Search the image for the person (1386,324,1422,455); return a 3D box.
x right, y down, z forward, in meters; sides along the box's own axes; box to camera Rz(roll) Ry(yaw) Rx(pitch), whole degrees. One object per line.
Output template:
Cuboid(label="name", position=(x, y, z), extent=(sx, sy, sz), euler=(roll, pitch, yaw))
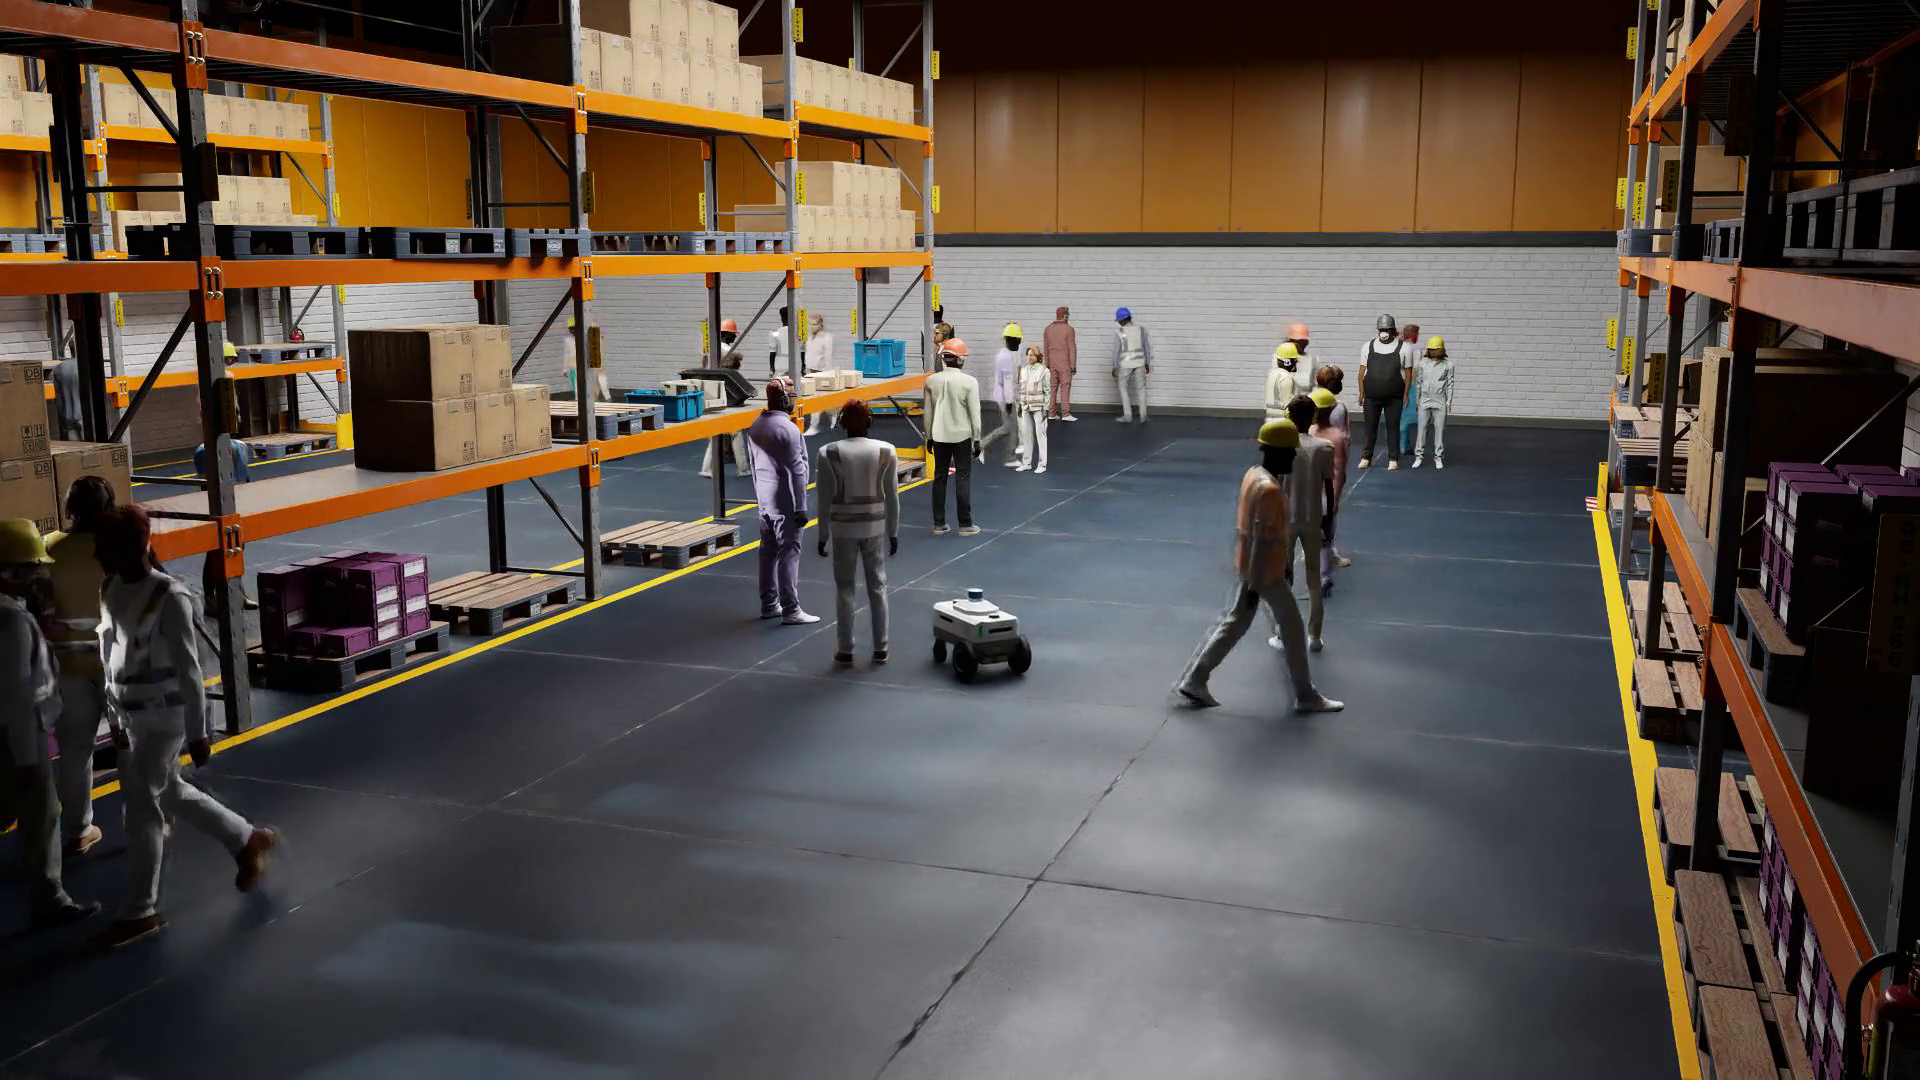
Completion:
Cuboid(label="person", position=(6.193, -2.072, 23.061), extent=(0.533, 1.831, 0.597), euler=(-3, 11, -17))

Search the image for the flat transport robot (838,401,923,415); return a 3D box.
Cuboid(label="flat transport robot", position=(-1.351, -2.267, 28.568), extent=(1.431, 0.197, 0.652), euler=(-2, 10, -11))

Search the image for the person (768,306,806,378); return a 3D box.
Cuboid(label="person", position=(-2.721, -2.706, 26.272), extent=(0.609, 1.963, 0.369), euler=(-2, 10, -14))

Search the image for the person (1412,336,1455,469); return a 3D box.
Cuboid(label="person", position=(6.210, -1.800, 21.802), extent=(0.487, 1.741, 0.312), euler=(4, 11, 21))

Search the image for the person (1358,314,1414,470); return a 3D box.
Cuboid(label="person", position=(5.521, -1.928, 21.680), extent=(0.689, 2.000, 0.537), euler=(4, 11, 23))

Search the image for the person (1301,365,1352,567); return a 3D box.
Cuboid(label="person", position=(3.345, -0.676, 15.190), extent=(0.429, 1.844, 0.626), euler=(-4, 11, -22))

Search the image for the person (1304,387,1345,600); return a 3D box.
Cuboid(label="person", position=(2.986, -0.386, 13.806), extent=(0.359, 1.775, 0.535), euler=(-3, 11, -19))

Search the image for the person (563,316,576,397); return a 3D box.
Cuboid(label="person", position=(-6.336, -2.830, 27.570), extent=(0.544, 1.749, 0.411), euler=(5, 11, 26))

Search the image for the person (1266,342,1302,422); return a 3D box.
Cuboid(label="person", position=(3.666, -1.310, 18.778), extent=(0.403, 1.834, 0.588), euler=(-1, 10, -8))

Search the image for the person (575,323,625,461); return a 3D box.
Cuboid(label="person", position=(-5.003, -1.949, 22.248), extent=(0.968, 1.895, 0.576), euler=(-7, 12, -35))

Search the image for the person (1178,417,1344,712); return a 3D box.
Cuboid(label="person", position=(1.868, 0.161, 10.389), extent=(1.003, 1.877, 0.590), euler=(-1, 10, -3))

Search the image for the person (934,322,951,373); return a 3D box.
Cuboid(label="person", position=(-0.220, -2.128, 23.359), extent=(0.340, 1.844, 0.512), euler=(-2, 10, -13))

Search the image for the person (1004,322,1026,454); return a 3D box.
Cuboid(label="person", position=(0.789, -2.135, 23.403), extent=(0.387, 1.854, 0.559), euler=(0, 10, -3))

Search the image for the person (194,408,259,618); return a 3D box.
Cuboid(label="person", position=(-5.815, -0.238, 13.172), extent=(0.323, 1.691, 0.535), euler=(4, 11, 20))

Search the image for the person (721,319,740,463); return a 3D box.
Cuboid(label="person", position=(-3.135, -2.000, 22.390), extent=(0.376, 1.932, 0.543), euler=(-7, 12, -34))

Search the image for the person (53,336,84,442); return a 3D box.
Cuboid(label="person", position=(-9.774, -1.322, 18.552), extent=(0.635, 1.937, 0.354), euler=(4, 11, 19))

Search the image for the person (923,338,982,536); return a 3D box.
Cuboid(label="person", position=(-0.064, -1.036, 16.789), extent=(0.623, 1.989, 0.399), euler=(5, 11, 25))

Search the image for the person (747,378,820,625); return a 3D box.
Cuboid(label="person", position=(-1.364, -0.298, 12.879), extent=(0.410, 1.909, 0.642), euler=(-8, 13, -38))

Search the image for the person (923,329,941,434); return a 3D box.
Cuboid(label="person", position=(-0.401, -2.451, 25.754), extent=(0.308, 1.641, 0.514), euler=(3, 11, 17))

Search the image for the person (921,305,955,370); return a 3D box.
Cuboid(label="person", position=(-0.371, -3.061, 28.395), extent=(0.592, 1.922, 0.392), euler=(1, 10, 8))

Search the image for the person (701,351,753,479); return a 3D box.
Cuboid(label="person", position=(-2.892, -1.555, 20.809), extent=(0.809, 1.597, 0.536), euler=(-4, 11, -21))

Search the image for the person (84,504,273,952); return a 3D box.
Cuboid(label="person", position=(-3.412, 0.745, 7.184), extent=(0.594, 1.857, 0.887), euler=(7, 12, 35))

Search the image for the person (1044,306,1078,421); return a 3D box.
Cuboid(label="person", position=(1.700, -2.931, 27.702), extent=(0.645, 1.907, 0.400), euler=(10, 14, 44))

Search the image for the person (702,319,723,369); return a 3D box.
Cuboid(label="person", position=(-3.817, -2.556, 25.872), extent=(0.525, 1.828, 0.960), euler=(-10, 14, -43))

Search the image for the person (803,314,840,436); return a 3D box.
Cuboid(label="person", position=(-2.170, -2.567, 25.759), extent=(0.764, 1.875, 0.652), euler=(-8, 13, -37))

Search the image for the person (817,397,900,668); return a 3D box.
Cuboid(label="person", position=(-0.707, -0.052, 11.555), extent=(0.584, 1.882, 0.337), euler=(-3, 10, -15))

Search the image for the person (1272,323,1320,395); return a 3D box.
Cuboid(label="person", position=(4.055, -1.647, 20.257), extent=(0.619, 1.994, 1.053), euler=(-1, 10, -6))

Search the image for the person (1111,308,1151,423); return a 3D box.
Cuboid(label="person", position=(2.841, -2.874, 27.433), extent=(0.680, 1.897, 0.483), euler=(-4, 11, -21))

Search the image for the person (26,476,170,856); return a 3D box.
Cuboid(label="person", position=(-4.126, 0.604, 8.009), extent=(0.621, 1.837, 0.429), euler=(-2, 10, -12))

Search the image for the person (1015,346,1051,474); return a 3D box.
Cuboid(label="person", position=(0.950, -1.681, 21.406), extent=(0.514, 1.644, 0.307), euler=(9, 13, 41))

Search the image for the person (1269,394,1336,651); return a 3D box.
Cuboid(label="person", position=(2.444, -0.120, 11.998), extent=(0.510, 1.865, 0.329), euler=(1, 10, 3))

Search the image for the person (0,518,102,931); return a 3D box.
Cuboid(label="person", position=(-4.044, 0.817, 6.911), extent=(0.623, 1.805, 0.680), euler=(9, 13, 40))

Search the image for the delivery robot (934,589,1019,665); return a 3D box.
Cuboid(label="delivery robot", position=(0.107, 0.580, 11.472), extent=(0.477, 0.478, 0.707), euler=(-5, 11, -28))

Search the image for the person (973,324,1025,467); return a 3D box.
Cuboid(label="person", position=(0.546, -1.883, 21.835), extent=(0.648, 1.905, 0.595), euler=(1, 10, 4))

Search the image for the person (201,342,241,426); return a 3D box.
Cuboid(label="person", position=(-9.061, -1.565, 20.495), extent=(0.540, 1.723, 0.755), euler=(8, 13, 39))
